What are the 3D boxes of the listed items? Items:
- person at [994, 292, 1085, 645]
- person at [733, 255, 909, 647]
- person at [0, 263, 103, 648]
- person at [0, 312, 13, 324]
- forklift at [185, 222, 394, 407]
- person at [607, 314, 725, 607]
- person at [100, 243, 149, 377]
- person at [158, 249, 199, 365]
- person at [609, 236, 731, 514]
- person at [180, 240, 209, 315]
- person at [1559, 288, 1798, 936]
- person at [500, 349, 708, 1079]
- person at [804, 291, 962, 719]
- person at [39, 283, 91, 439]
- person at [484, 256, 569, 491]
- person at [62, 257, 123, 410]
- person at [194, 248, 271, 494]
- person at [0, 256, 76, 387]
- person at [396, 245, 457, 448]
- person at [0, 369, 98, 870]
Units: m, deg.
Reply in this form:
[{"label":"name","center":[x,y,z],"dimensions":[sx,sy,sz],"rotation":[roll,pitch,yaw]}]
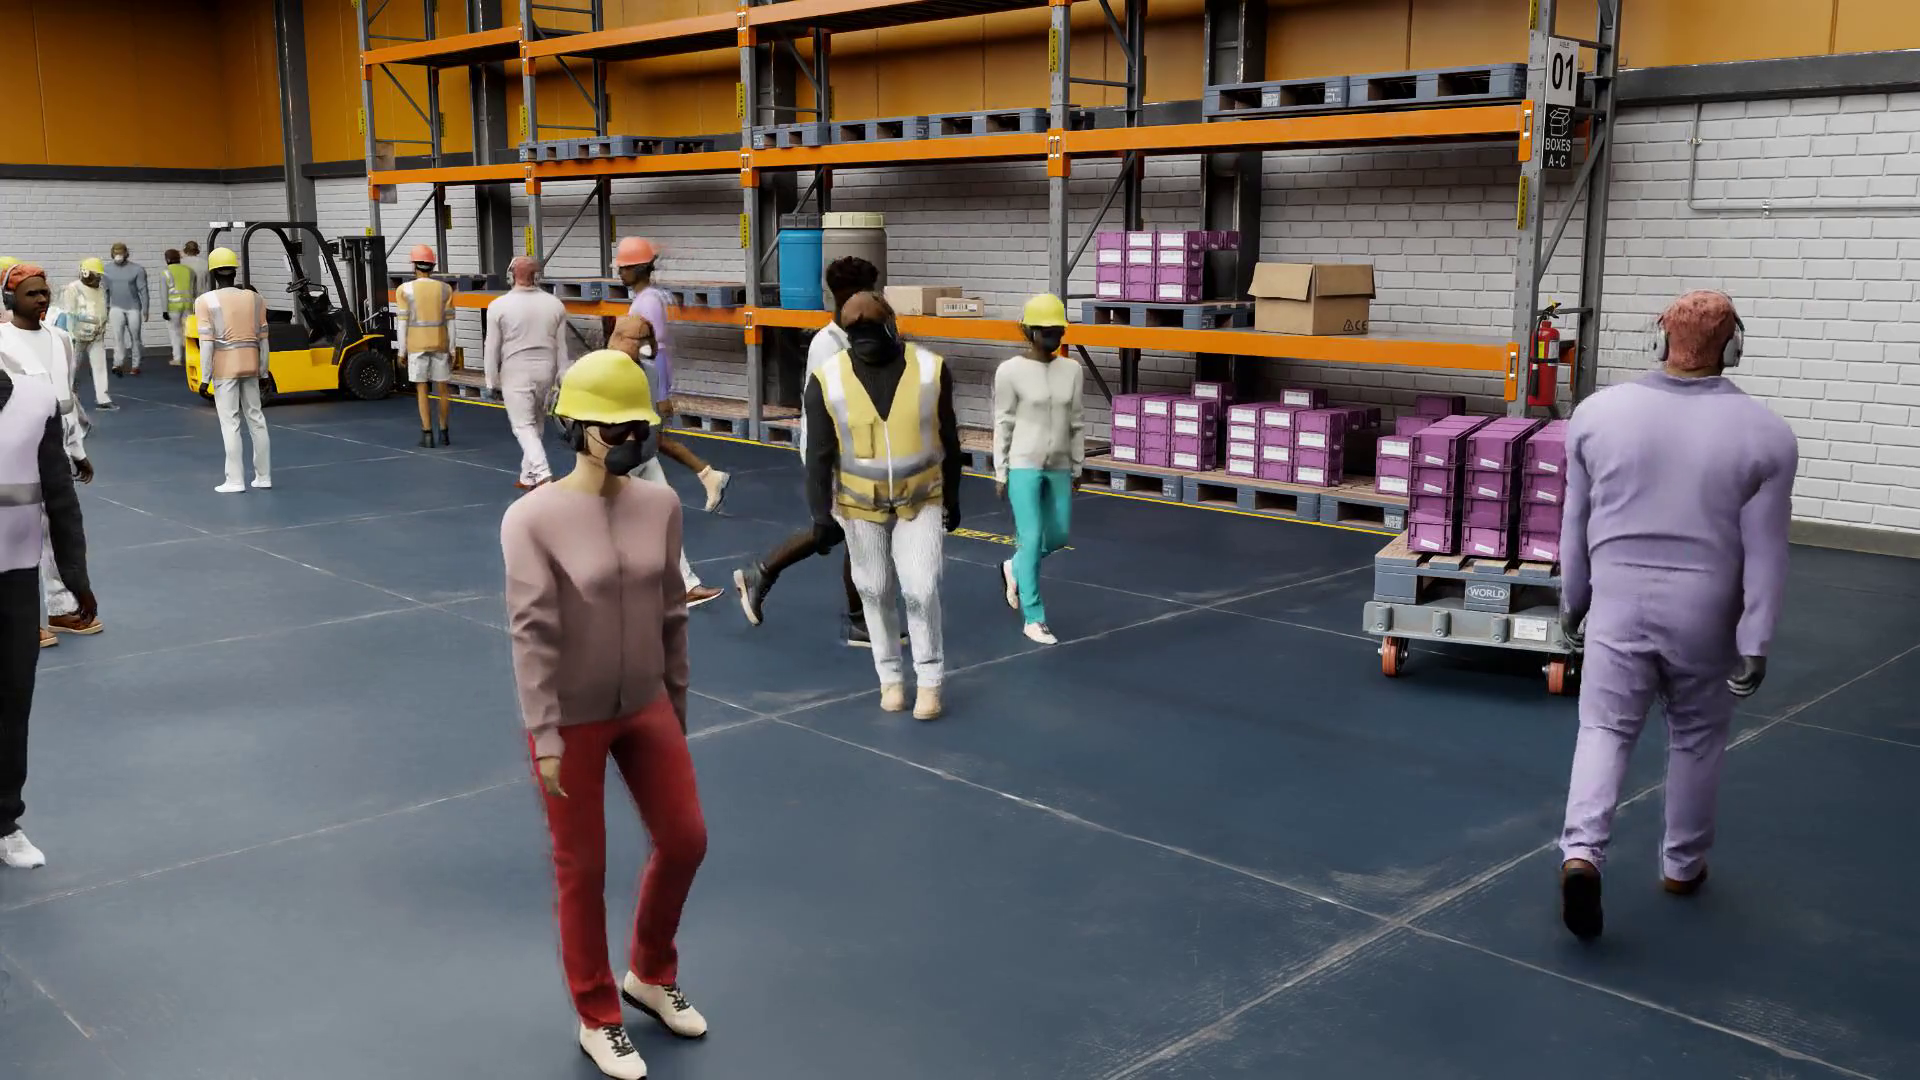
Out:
[{"label":"person","center":[0.361,-0.379,8.438],"dimensions":[0.527,1.751,0.640],"rotation":[-6,12,-30]},{"label":"person","center":[-0.709,-0.427,8.189],"dimensions":[0.861,1.937,0.618],"rotation":[2,11,8]},{"label":"person","center":[-4.588,-0.421,8.272],"dimensions":[0.355,1.883,0.572],"rotation":[3,11,17]},{"label":"person","center":[-7.740,-1.259,13.287],"dimensions":[0.538,1.721,0.931],"rotation":[-6,12,-30]},{"label":"forklift","center":[-8.169,-2.758,20.163],"dimensions":[2.313,2.155,1.214],"rotation":[-10,14,-44]},{"label":"person","center":[-1.671,-0.394,8.882],"dimensions":[0.809,1.592,0.532],"rotation":[6,12,28]},{"label":"person","center":[-11.936,-3.269,23.757],"dimensions":[0.661,1.892,0.977],"rotation":[-3,11,-15]},{"label":"person","center":[-12.102,-3.608,25.838],"dimensions":[0.630,1.822,0.634],"rotation":[7,12,33]},{"label":"person","center":[-2.076,-1.094,11.580],"dimensions":[0.840,2.022,0.616],"rotation":[-2,11,-9]},{"label":"person","center":[-12.422,-3.890,27.033],"dimensions":[0.635,1.938,0.359],"rotation":[-6,12,-32]},{"label":"person","center":[2.052,0.210,4.854],"dimensions":[0.644,1.881,0.874],"rotation":[6,12,31]},{"label":"person","center":[-0.841,0.425,3.997],"dimensions":[0.370,1.761,0.546],"rotation":[10,14,44]},{"label":"person","center":[-0.317,-0.136,6.964],"dimensions":[0.654,1.797,0.565],"rotation":[-1,10,-4]},{"label":"person","center":[-8.837,-1.729,16.190],"dimensions":[0.519,1.601,0.839],"rotation":[1,10,7]},{"label":"person","center":[-3.326,-1.252,12.852],"dimensions":[0.653,1.874,0.927],"rotation":[-9,13,-39]},{"label":"person","center":[-10.204,-2.390,19.331],"dimensions":[0.890,1.777,0.653],"rotation":[4,11,19]},{"label":"person","center":[-5.725,-1.328,13.099],"dimensions":[0.376,1.922,0.594],"rotation":[7,13,34]},{"label":"person","center":[-11.001,-2.477,19.746],"dimensions":[0.671,1.783,0.643],"rotation":[-2,11,-11]},{"label":"person","center":[-5.107,-1.841,15.933],"dimensions":[0.564,1.922,0.457],"rotation":[-6,12,-30]},{"label":"person","center":[-3.042,0.135,5.197],"dimensions":[0.512,1.901,0.595],"rotation":[8,13,36]}]
